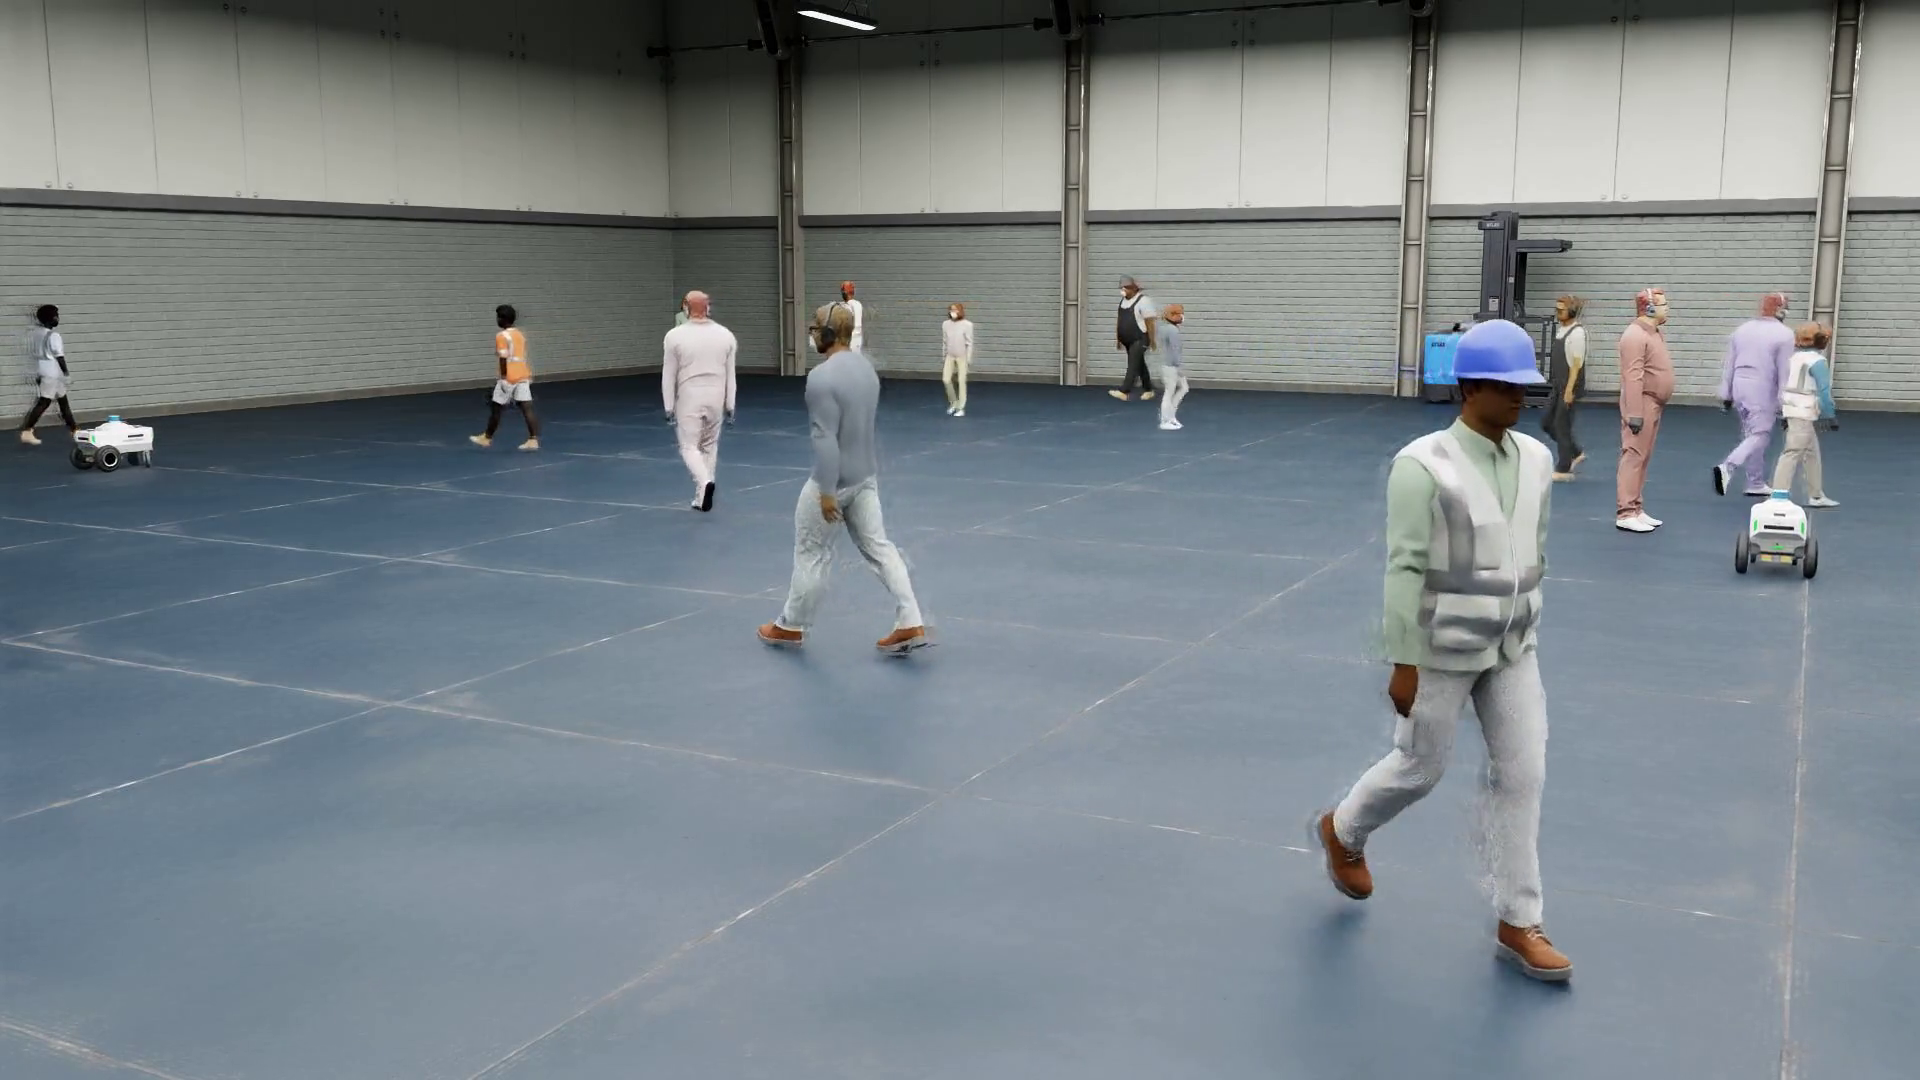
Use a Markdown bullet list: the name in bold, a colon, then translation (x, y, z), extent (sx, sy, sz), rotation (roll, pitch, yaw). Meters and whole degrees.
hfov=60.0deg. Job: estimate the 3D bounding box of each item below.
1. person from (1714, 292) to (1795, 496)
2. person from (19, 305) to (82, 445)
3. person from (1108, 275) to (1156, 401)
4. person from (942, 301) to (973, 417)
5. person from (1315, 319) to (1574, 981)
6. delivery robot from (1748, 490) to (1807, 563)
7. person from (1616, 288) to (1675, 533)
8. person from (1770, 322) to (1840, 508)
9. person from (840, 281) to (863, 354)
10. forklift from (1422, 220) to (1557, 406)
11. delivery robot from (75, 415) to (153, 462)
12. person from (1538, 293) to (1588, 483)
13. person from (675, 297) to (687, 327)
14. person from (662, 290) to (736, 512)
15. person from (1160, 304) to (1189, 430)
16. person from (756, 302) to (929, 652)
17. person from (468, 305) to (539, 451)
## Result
- **person**: translation (7.147, -1.307, 15.030), extent (0.812, 1.870, 0.662), rotation (-3, 10, -19)
- **person**: translation (-10.772, -1.955, 19.673), extent (0.541, 1.651, 0.883), rotation (8, 12, 41)
- **person**: translation (2.757, -3.193, 26.241), extent (1.043, 2.000, 0.718), rotation (-5, 11, -30)
- **person**: translation (-0.048, -2.545, 23.396), extent (0.499, 1.622, 0.356), rotation (4, 10, 24)
- **person**: translation (1.482, 0.288, 5.056), extent (0.625, 1.920, 0.884), rotation (-4, 10, -25)
- **delivery robot**: translation (5.637, -0.103, 11.463), extent (0.477, 0.478, 0.707), rotation (4, 10, 25)
- **person**: translation (5.435, -1.034, 13.192), extent (0.410, 1.913, 0.651), rotation (6, 11, 32)
- **person**: translation (7.221, -1.022, 14.035), extent (0.737, 1.608, 0.504), rotation (1, 9, 7)
- **person**: translation (-1.662, -2.968, 25.200), extent (0.354, 1.886, 0.573), rotation (3, 10, 19)
- **forklift**: translation (8.245, -3.527, 25.720), extent (1.873, 2.768, 1.129), rotation (5, 10, 27)
- **delivery robot**: translation (-8.809, -1.056, 17.341), extent (0.477, 0.478, 0.707), rotation (5, 11, 29)
- **person**: translation (5.875, -1.477, 16.177), extent (0.420, 1.827, 0.534), rotation (0, 9, 1)
- **person**: translation (-4.459, -3.216, 27.504), extent (0.501, 1.633, 0.282), rotation (-2, 9, -13)
- **person**: translation (-2.184, -1.159, 14.056), extent (0.653, 1.887, 0.750), rotation (-5, 10, -28)
- **person**: translation (2.782, -2.227, 21.440), extent (0.427, 1.614, 0.513), rotation (1, 9, 8)
- **person**: translation (-0.617, -0.322, 8.903), extent (1.046, 1.893, 0.642), rotation (5, 10, 28)
- **person**: translation (-5.173, -1.832, 18.874), extent (0.846, 1.652, 0.556), rotation (3, 10, 16)
